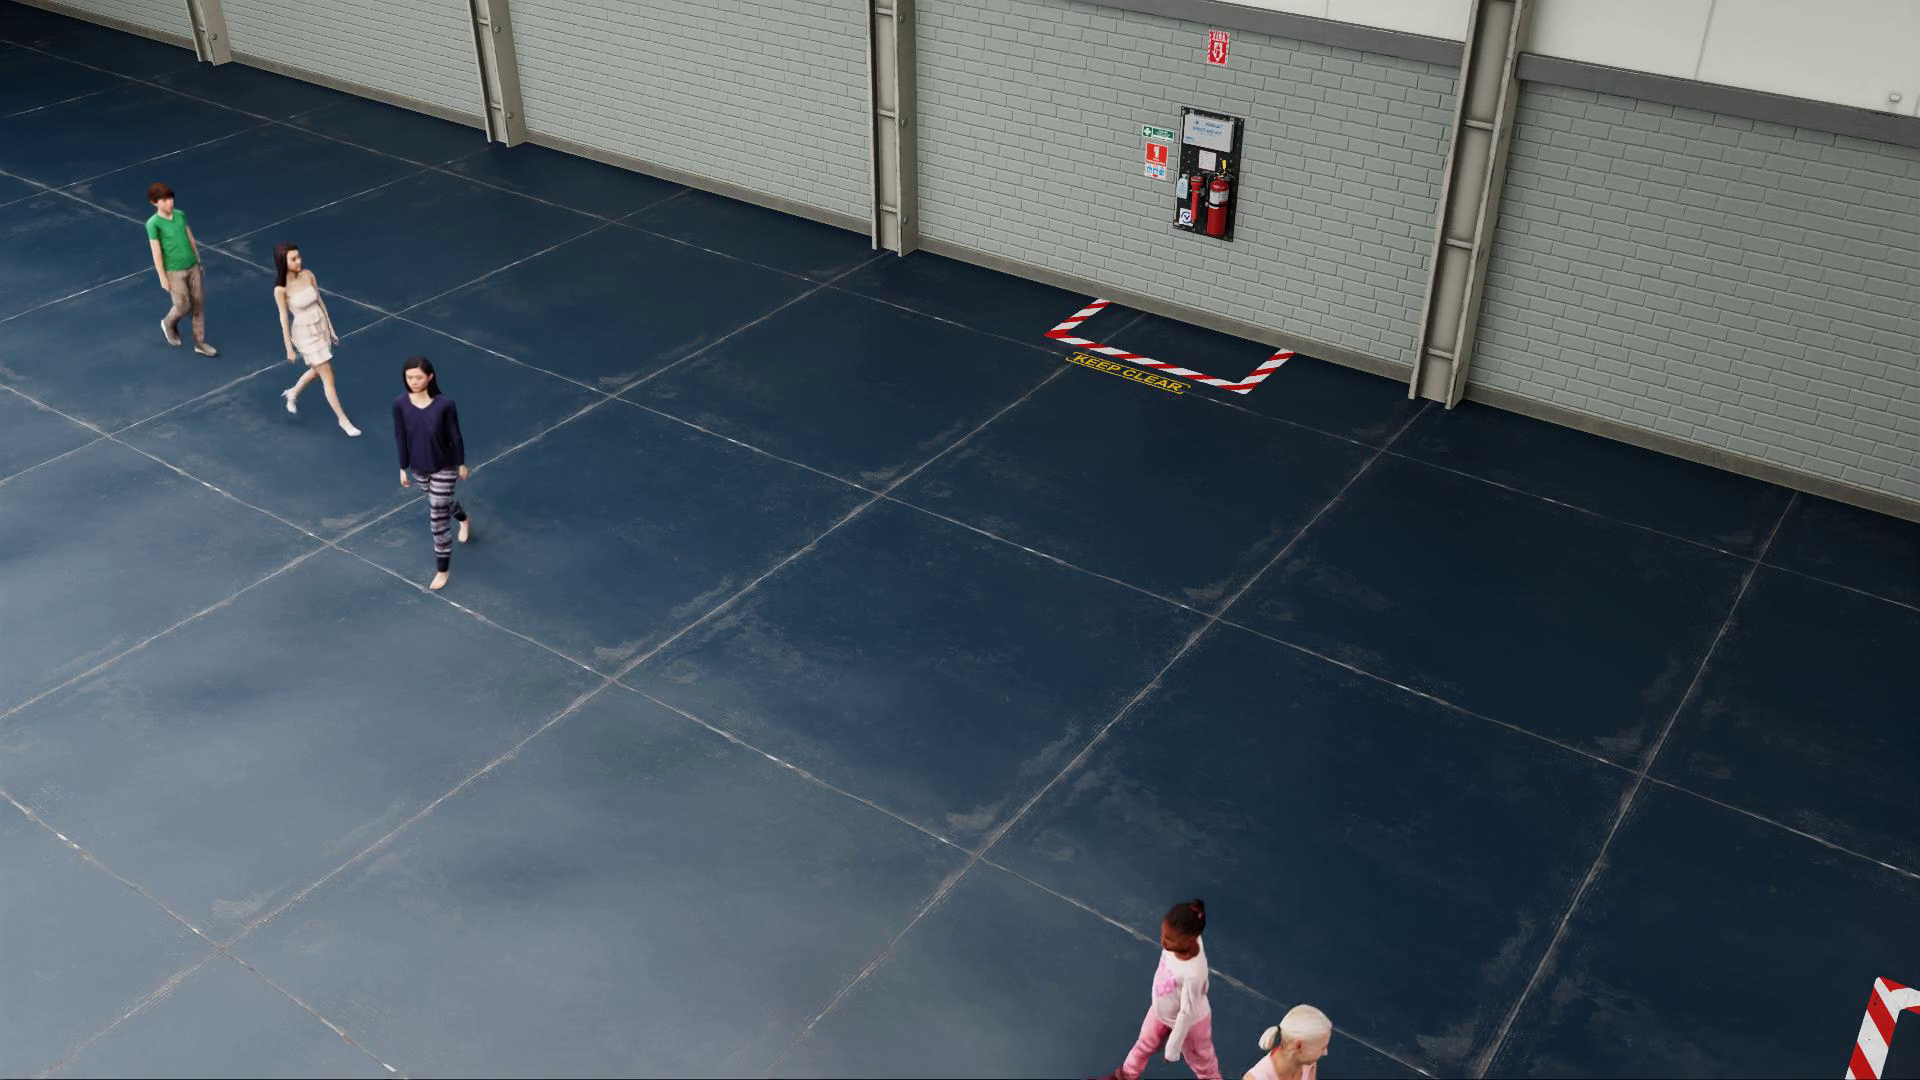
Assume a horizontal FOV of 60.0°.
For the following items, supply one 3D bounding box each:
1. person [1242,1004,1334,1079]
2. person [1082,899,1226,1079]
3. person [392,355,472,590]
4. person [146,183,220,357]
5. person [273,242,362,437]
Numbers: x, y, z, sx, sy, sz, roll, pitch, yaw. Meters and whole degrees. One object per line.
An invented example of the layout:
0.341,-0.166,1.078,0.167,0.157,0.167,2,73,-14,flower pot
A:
1.246,2.568,7.101,0.686,1.691,0.684,-20,37,-29,person
1.125,2.227,7.896,0.999,1.418,0.958,-6,33,-9,person
-3.804,-0.577,12.082,1.119,1.695,1.023,3,32,5,person
-7.155,-2.469,15.134,0.822,1.640,0.626,16,36,24,person
-5.446,-1.668,13.805,1.096,1.704,0.731,12,34,19,person
